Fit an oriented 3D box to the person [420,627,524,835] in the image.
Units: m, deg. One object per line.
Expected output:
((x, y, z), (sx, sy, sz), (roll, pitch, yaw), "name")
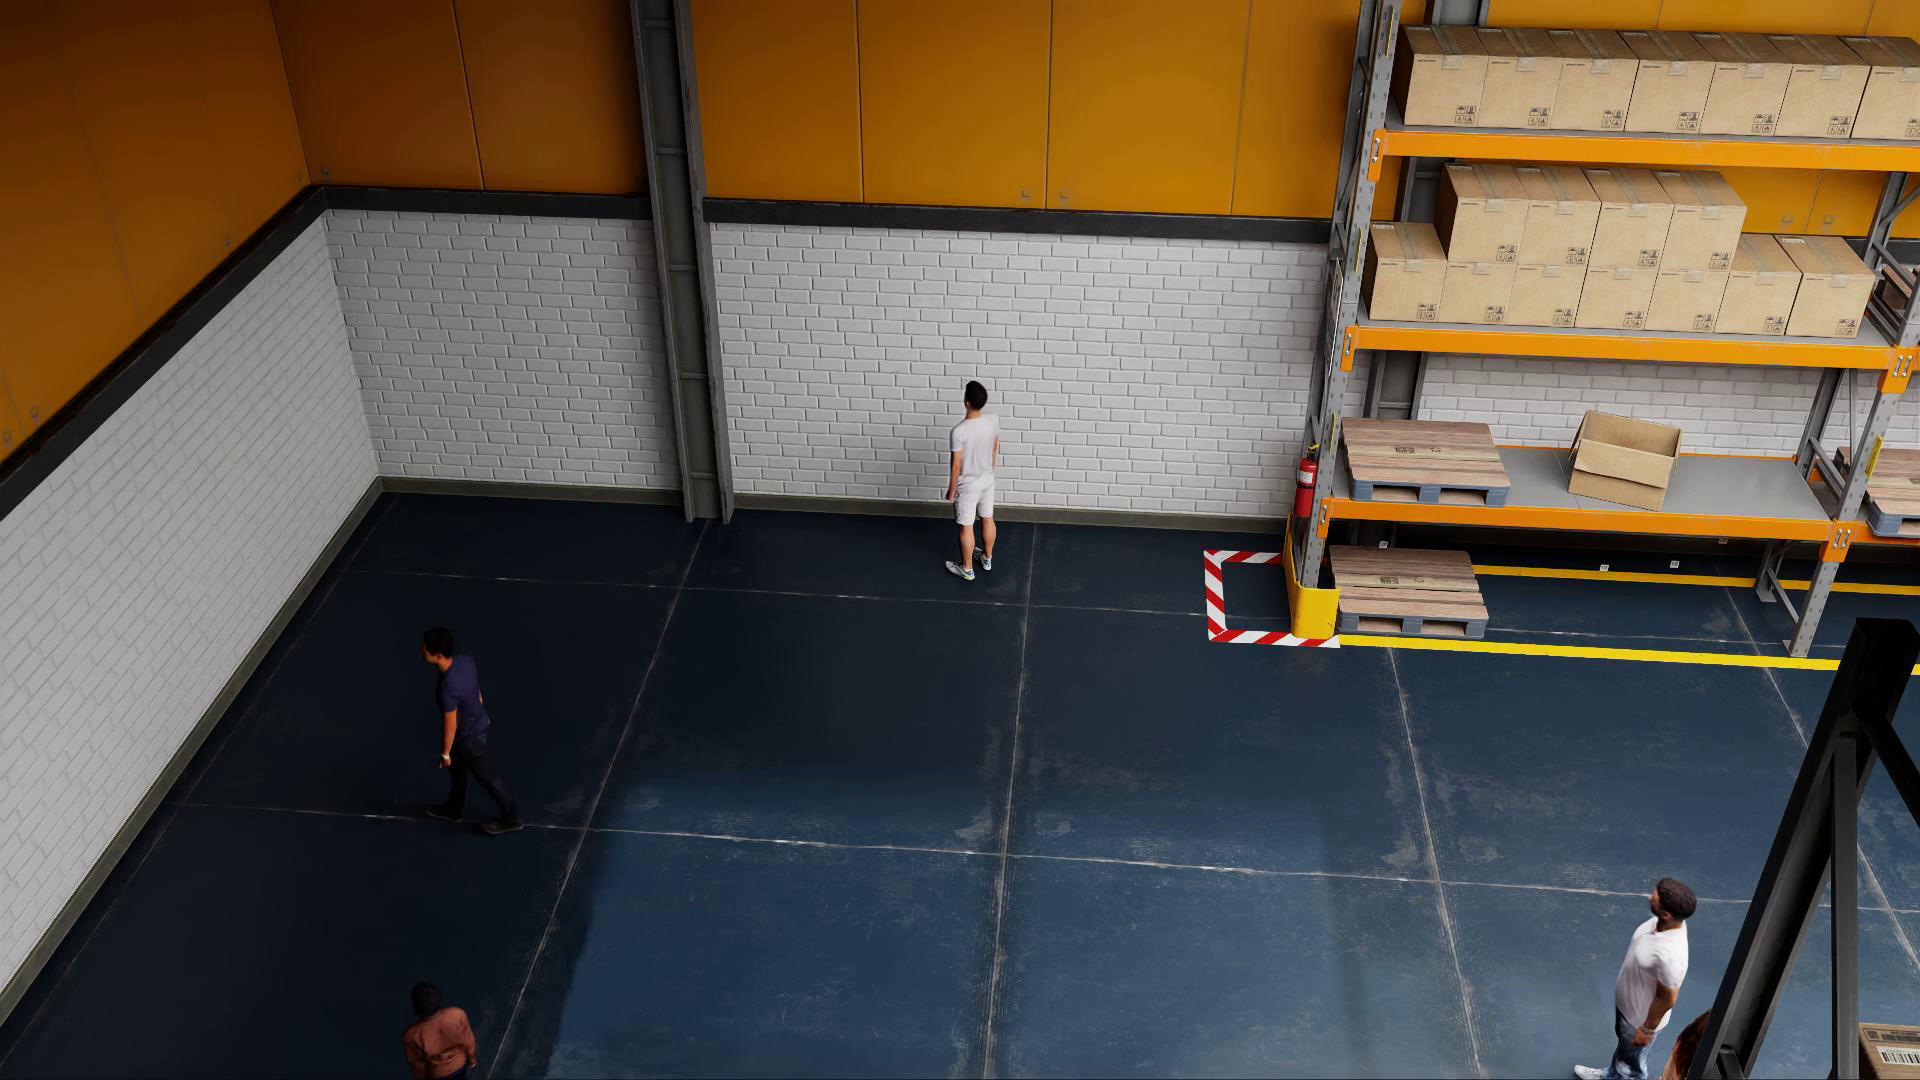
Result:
((-3.283, 1.321, 11.413), (0.976, 1.764, 0.763), (-3, 34, -5), "person")

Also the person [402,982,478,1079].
((-2.884, 2.995, 9.364), (0.746, 1.246, 0.782), (-18, 38, -25), "person")

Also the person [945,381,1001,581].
((0.120, -0.511, 14.087), (0.757, 1.856, 0.811), (-26, 41, -33), "person")

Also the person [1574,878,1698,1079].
((3.868, 2.605, 9.394), (0.650, 1.861, 0.723), (10, 35, 14), "person")
